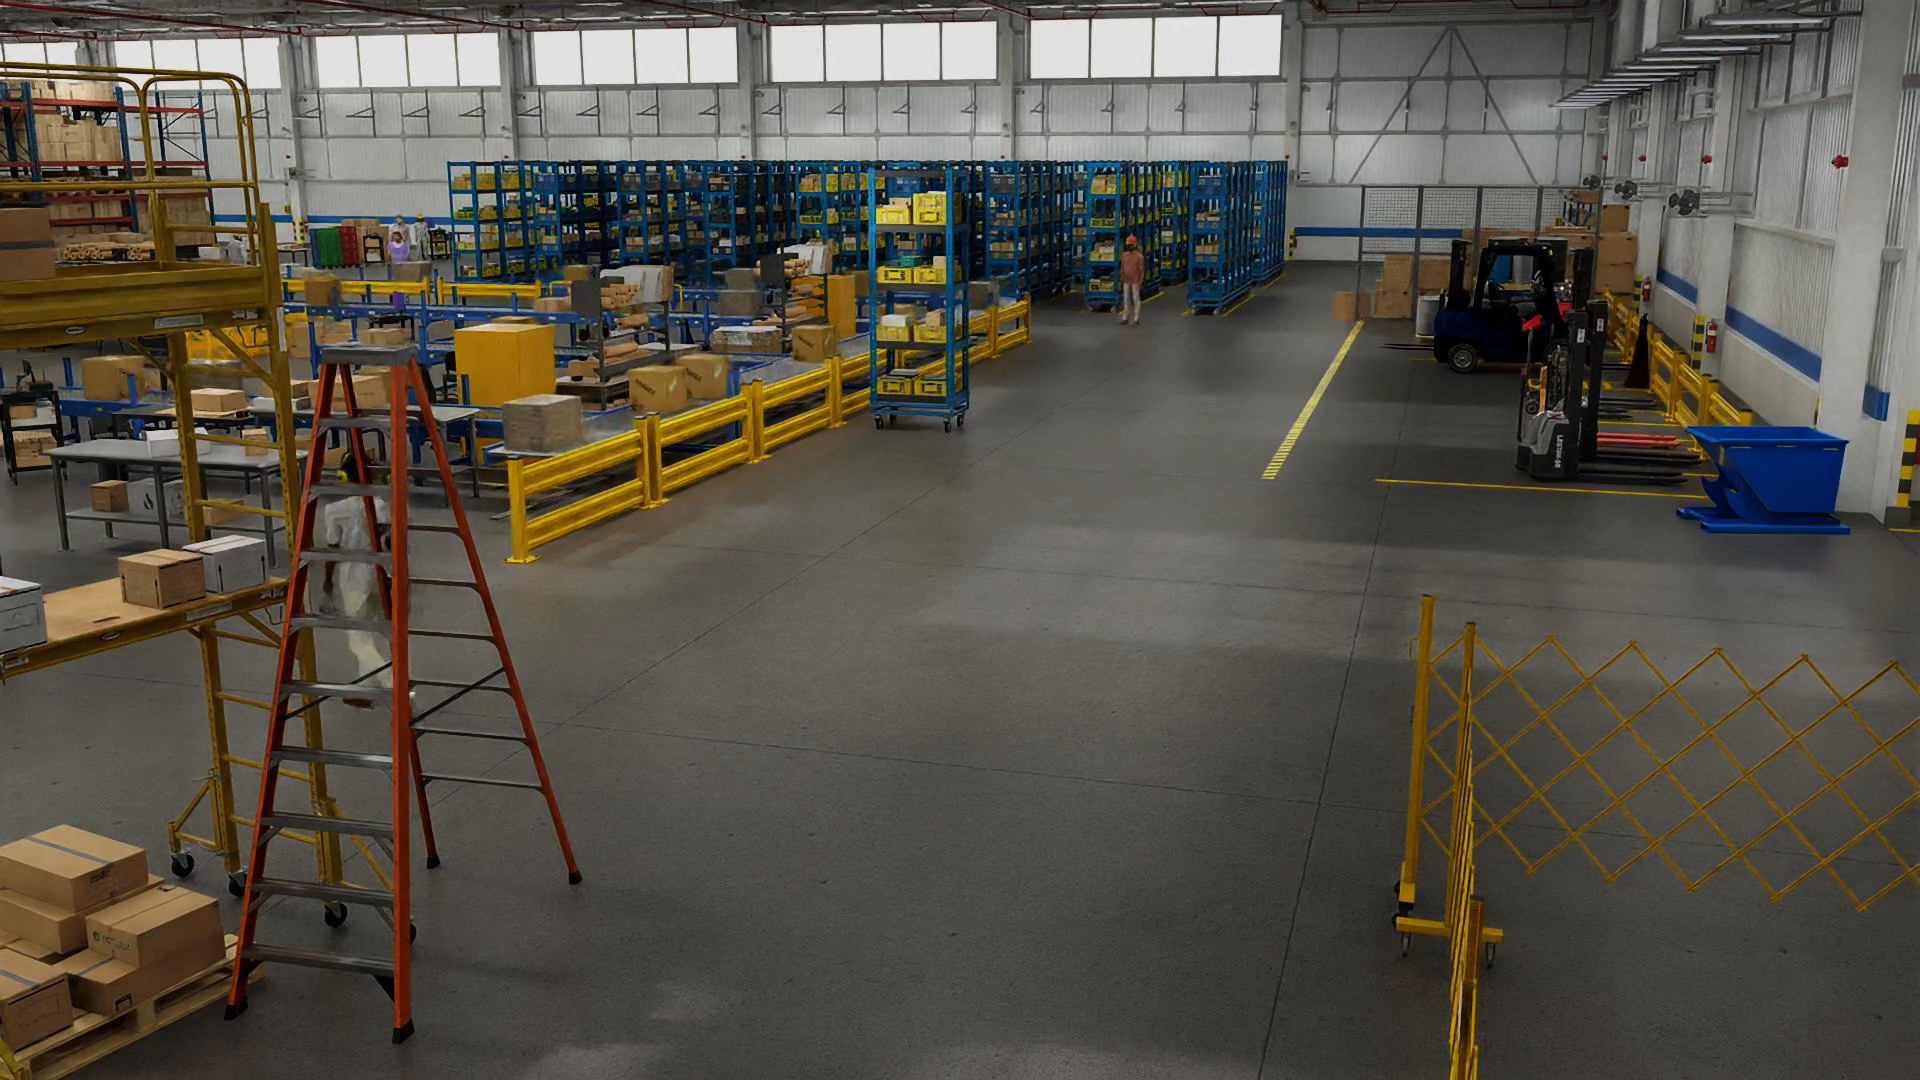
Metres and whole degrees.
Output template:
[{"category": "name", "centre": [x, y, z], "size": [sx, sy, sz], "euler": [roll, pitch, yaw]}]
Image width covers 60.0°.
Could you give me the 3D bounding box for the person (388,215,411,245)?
[{"category": "person", "centre": [-18.022, -9.489, 53.502], "size": [0.656, 1.859, 0.991], "euler": [-4, 14, -15]}]

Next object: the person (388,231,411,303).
[{"category": "person", "centre": [-14.505, -7.071, 43.082], "size": [0.570, 1.840, 0.373], "euler": [-1, 13, -5]}]

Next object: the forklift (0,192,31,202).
[{"category": "forklift", "centre": [-28.030, -9.068, 49.441], "size": [1.873, 2.768, 1.129], "euler": [9, 16, 35]}]

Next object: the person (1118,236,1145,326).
[{"category": "person", "centre": [3.845, -5.798, 37.250], "size": [0.611, 1.996, 0.387], "euler": [12, 18, 41]}]

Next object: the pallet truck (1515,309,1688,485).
[{"category": "pallet truck", "centre": [7.554, -1.677, 19.446], "size": [1.885, 1.965, 0.823], "euler": [3, 13, 14]}]

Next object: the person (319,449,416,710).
[{"category": "person", "centre": [-3.975, 0.317, 11.171], "size": [0.833, 1.848, 0.518], "euler": [9, 16, 33]}]

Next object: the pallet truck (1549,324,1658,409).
[{"category": "pallet truck", "centre": [9.824, -2.669, 25.407], "size": [1.601, 1.201, 0.680], "euler": [4, 14, 16]}]

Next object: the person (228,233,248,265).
[{"category": "person", "centre": [-19.192, -7.362, 44.365], "size": [0.597, 1.830, 0.404], "euler": [6, 14, 24]}]

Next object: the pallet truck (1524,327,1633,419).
[{"category": "pallet truck", "centre": [9.065, -2.460, 24.370], "size": [1.522, 1.261, 0.704], "euler": [3, 13, 14]}]

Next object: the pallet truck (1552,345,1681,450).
[{"category": "pallet truck", "centre": [8.641, -1.896, 21.908], "size": [1.630, 1.274, 0.653], "euler": [4, 14, 16]}]

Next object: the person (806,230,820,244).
[{"category": "person", "centre": [-3.846, -7.366, 44.383], "size": [0.403, 1.827, 0.599], "euler": [12, 18, 43]}]

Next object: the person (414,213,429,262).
[{"category": "person", "centre": [-19.146, -10.735, 59.149], "size": [0.485, 1.734, 0.346], "euler": [-8, 15, -32]}]

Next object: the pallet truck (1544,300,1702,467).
[{"category": "pallet truck", "centre": [8.263, -1.952, 20.631], "size": [1.885, 1.965, 0.823], "euler": [5, 14, 20]}]

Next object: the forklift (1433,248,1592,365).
[{"category": "forklift", "centre": [9.780, -4.111, 29.280], "size": [2.680, 1.987, 1.157], "euler": [3, 13, 14]}]

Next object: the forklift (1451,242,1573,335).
[{"category": "forklift", "centre": [10.464, -4.597, 31.405], "size": [2.680, 1.987, 1.157], "euler": [4, 14, 16]}]
